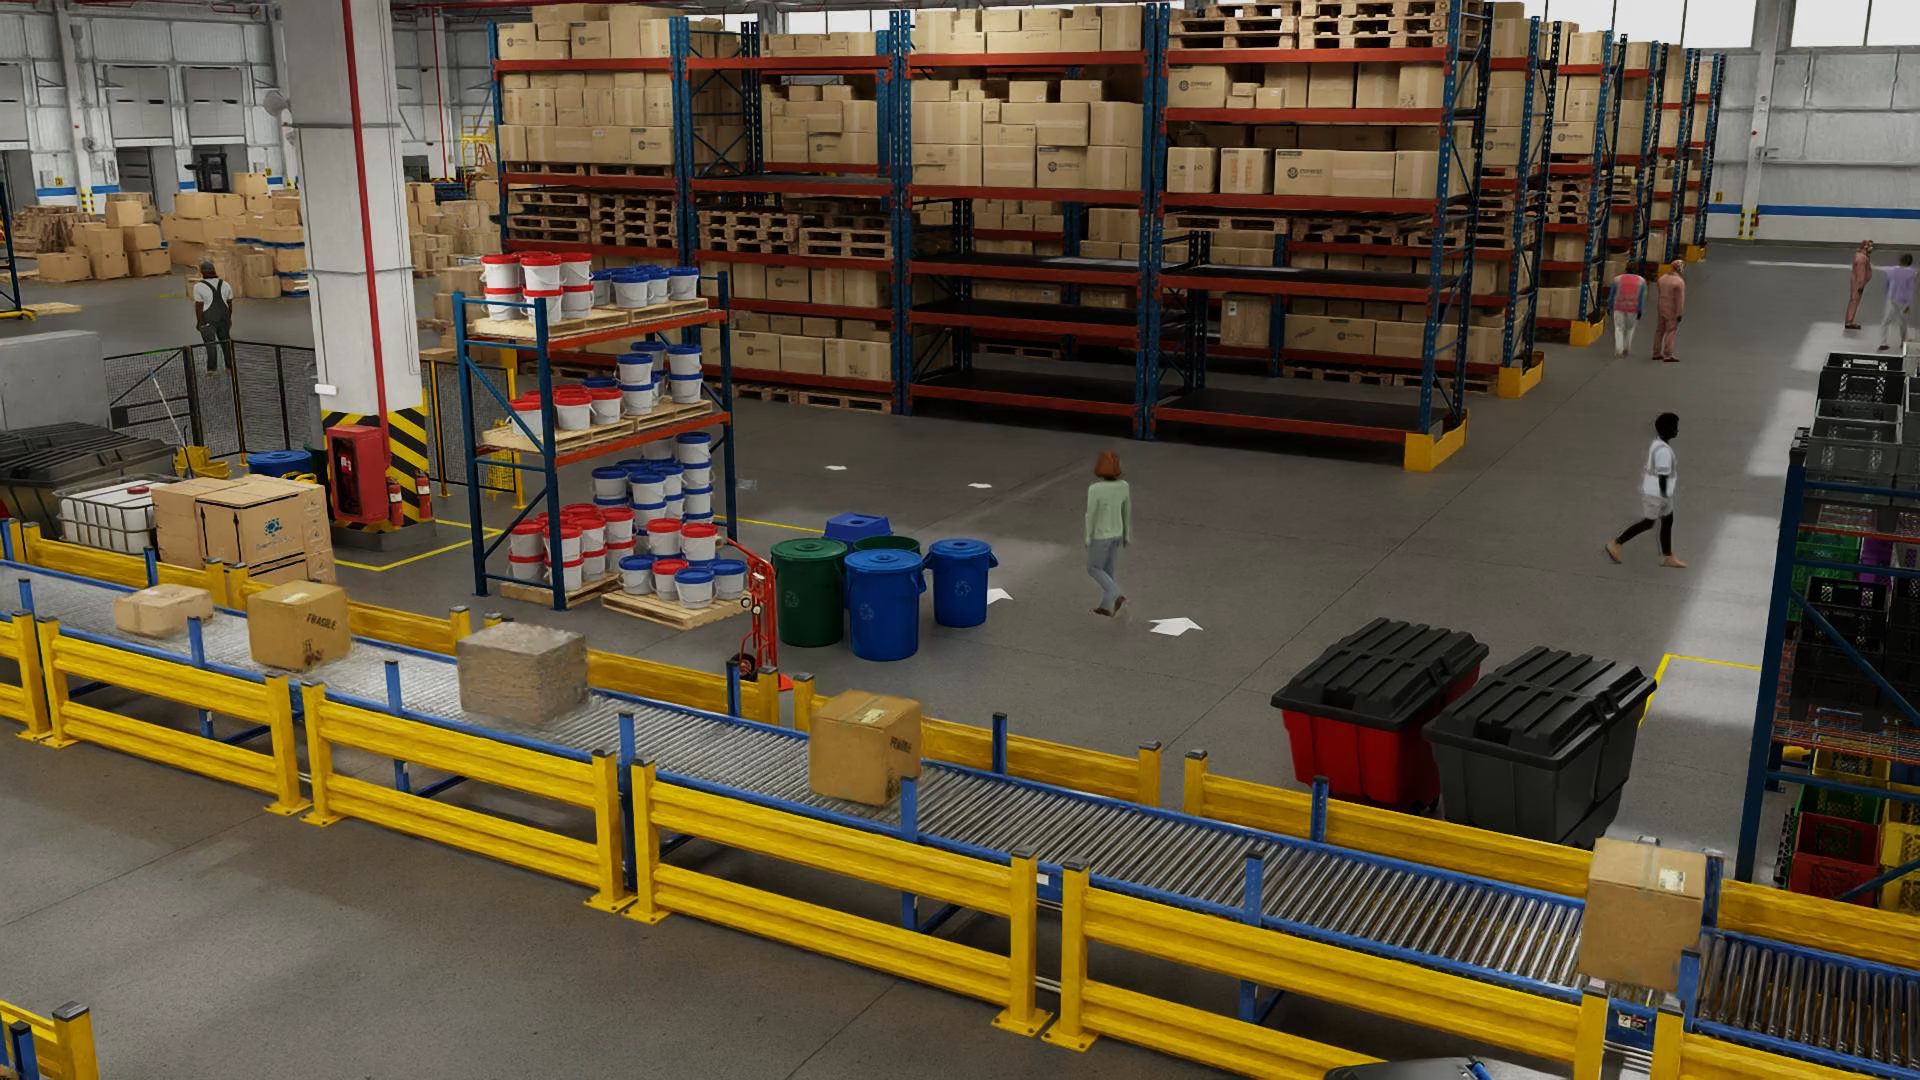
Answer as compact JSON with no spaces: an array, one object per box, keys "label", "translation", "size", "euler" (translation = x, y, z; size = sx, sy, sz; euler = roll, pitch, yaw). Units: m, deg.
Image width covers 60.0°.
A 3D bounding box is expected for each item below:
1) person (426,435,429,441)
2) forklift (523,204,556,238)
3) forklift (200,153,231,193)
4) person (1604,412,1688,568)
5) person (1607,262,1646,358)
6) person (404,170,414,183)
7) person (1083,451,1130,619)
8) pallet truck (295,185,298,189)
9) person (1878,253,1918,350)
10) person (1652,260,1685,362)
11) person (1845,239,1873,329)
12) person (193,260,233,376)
[{"label":"person","translation":[-8.028,-2.208,23.244],"size":[1.030,1.910,0.650],"euler":[-3,15,-12]},{"label":"forklift","translation":[-8.314,-5.479,33.697],"size":[1.873,2.768,1.129],"euler":[8,17,28]},{"label":"forklift","translation":[-27.436,-12.866,61.465],"size":[1.873,2.768,1.129],"euler":[8,17,28]},{"label":"person","translation":[7.232,-0.522,17.386],"size":[0.797,1.667,0.538],"euler":[5,16,20]},{"label":"person","translation":[12.668,-4.394,31.679],"size":[0.633,1.796,0.918],"euler":[4,15,15]},{"label":"person","translation":[-22.959,-14.424,69.150],"size":[0.666,1.922,0.449],"euler":[-1,15,-2]},{"label":"person","translation":[1.419,-0.020,15.585],"size":[0.504,1.624,0.506],"euler":[-11,18,-35]},{"label":"pallet truck","translation":[-26.804,-14.617,69.738],"size":[1.885,1.965,0.823],"euler":[-14,20,-42]},{"label":"person","translation":[18.395,-4.664,32.556],"size":[1.045,1.880,0.627],"euler":[-11,18,-35]},{"label":"person","translation":[13.284,-4.278,31.066],"size":[0.400,1.902,0.642],"euler":[-5,16,-17]},{"label":"person","translation":[19.231,-5.461,35.519],"size":[0.395,1.898,0.643],"euler":[7,16,24]},{"label":"person","translation":[-13.272,-3.937,29.510],"size":[0.538,2.000,0.690],"euler":[11,18,35]}]
